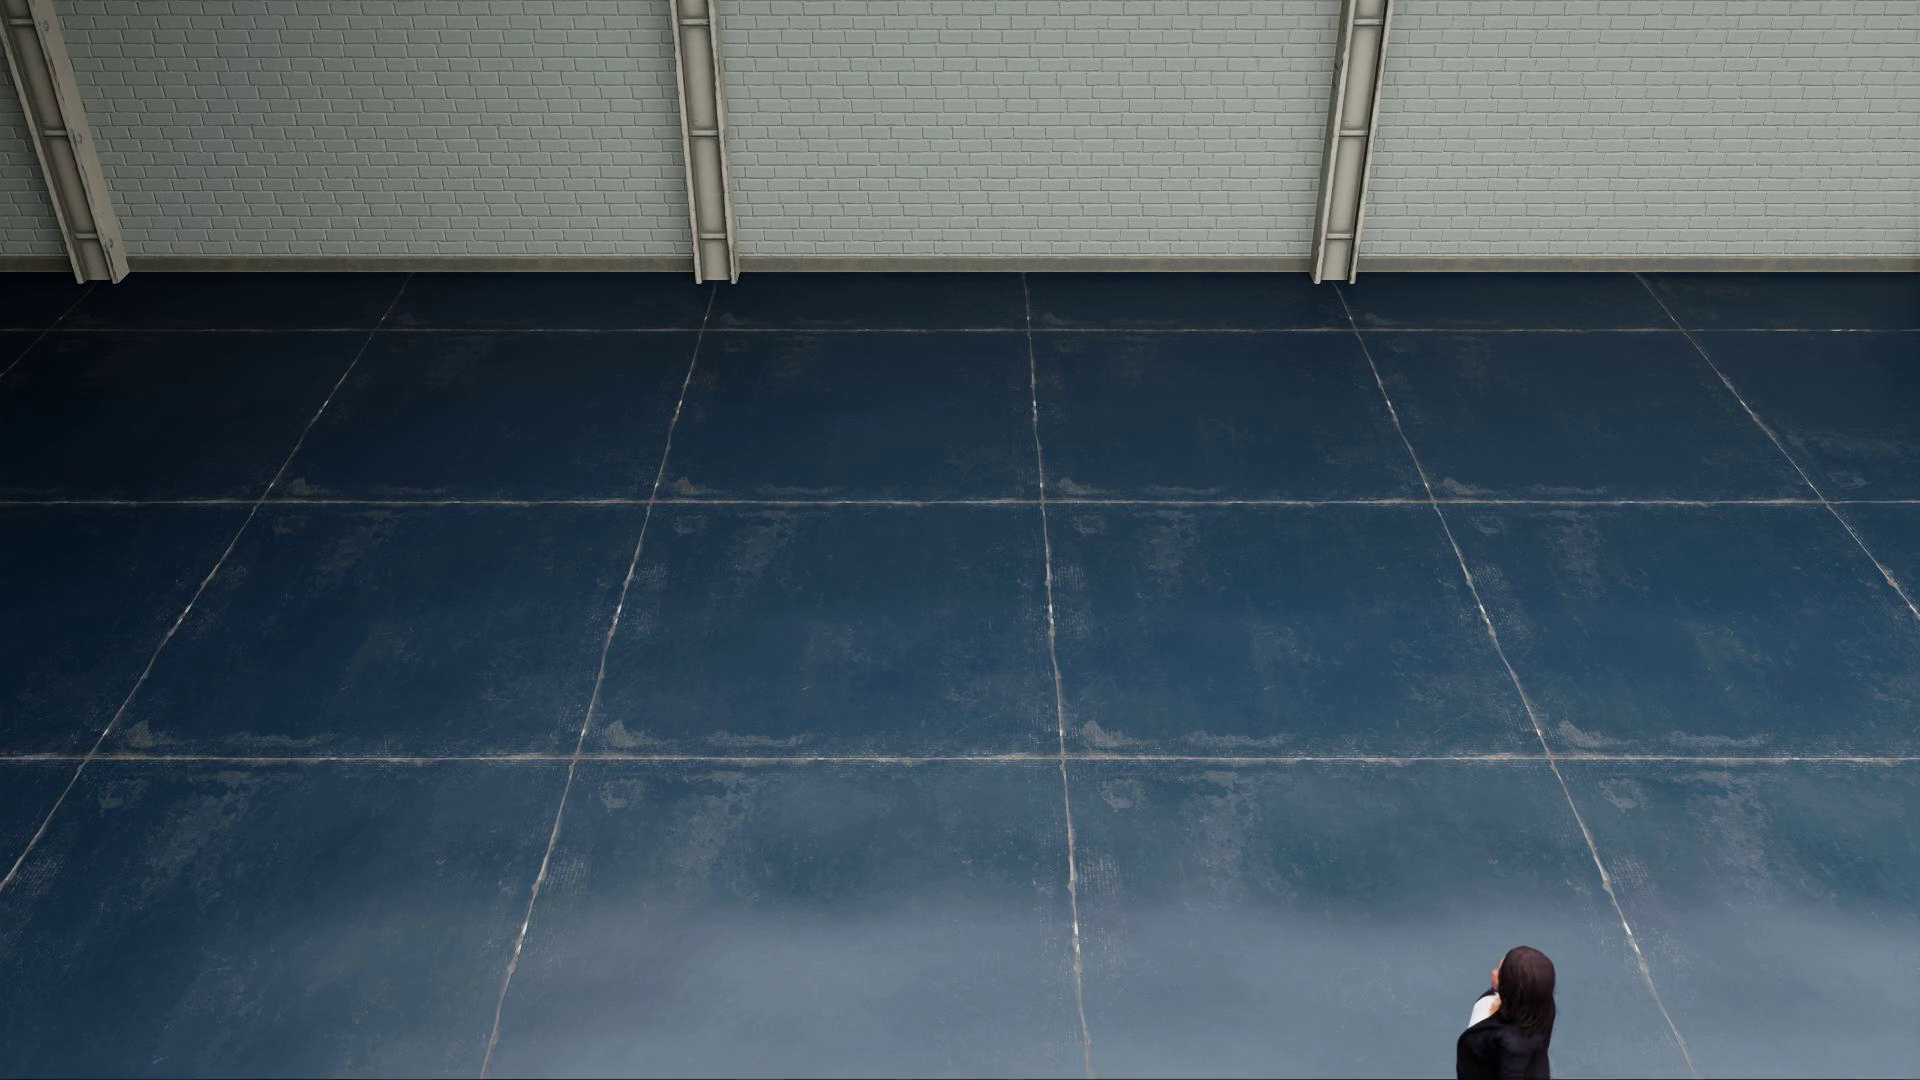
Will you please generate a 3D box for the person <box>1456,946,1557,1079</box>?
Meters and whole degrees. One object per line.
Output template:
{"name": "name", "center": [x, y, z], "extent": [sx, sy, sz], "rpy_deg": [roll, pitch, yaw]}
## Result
{"name": "person", "center": [2.357, 2.354, 7.187], "extent": [0.744, 1.616, 0.729], "rpy_deg": [12, 35, 18]}
